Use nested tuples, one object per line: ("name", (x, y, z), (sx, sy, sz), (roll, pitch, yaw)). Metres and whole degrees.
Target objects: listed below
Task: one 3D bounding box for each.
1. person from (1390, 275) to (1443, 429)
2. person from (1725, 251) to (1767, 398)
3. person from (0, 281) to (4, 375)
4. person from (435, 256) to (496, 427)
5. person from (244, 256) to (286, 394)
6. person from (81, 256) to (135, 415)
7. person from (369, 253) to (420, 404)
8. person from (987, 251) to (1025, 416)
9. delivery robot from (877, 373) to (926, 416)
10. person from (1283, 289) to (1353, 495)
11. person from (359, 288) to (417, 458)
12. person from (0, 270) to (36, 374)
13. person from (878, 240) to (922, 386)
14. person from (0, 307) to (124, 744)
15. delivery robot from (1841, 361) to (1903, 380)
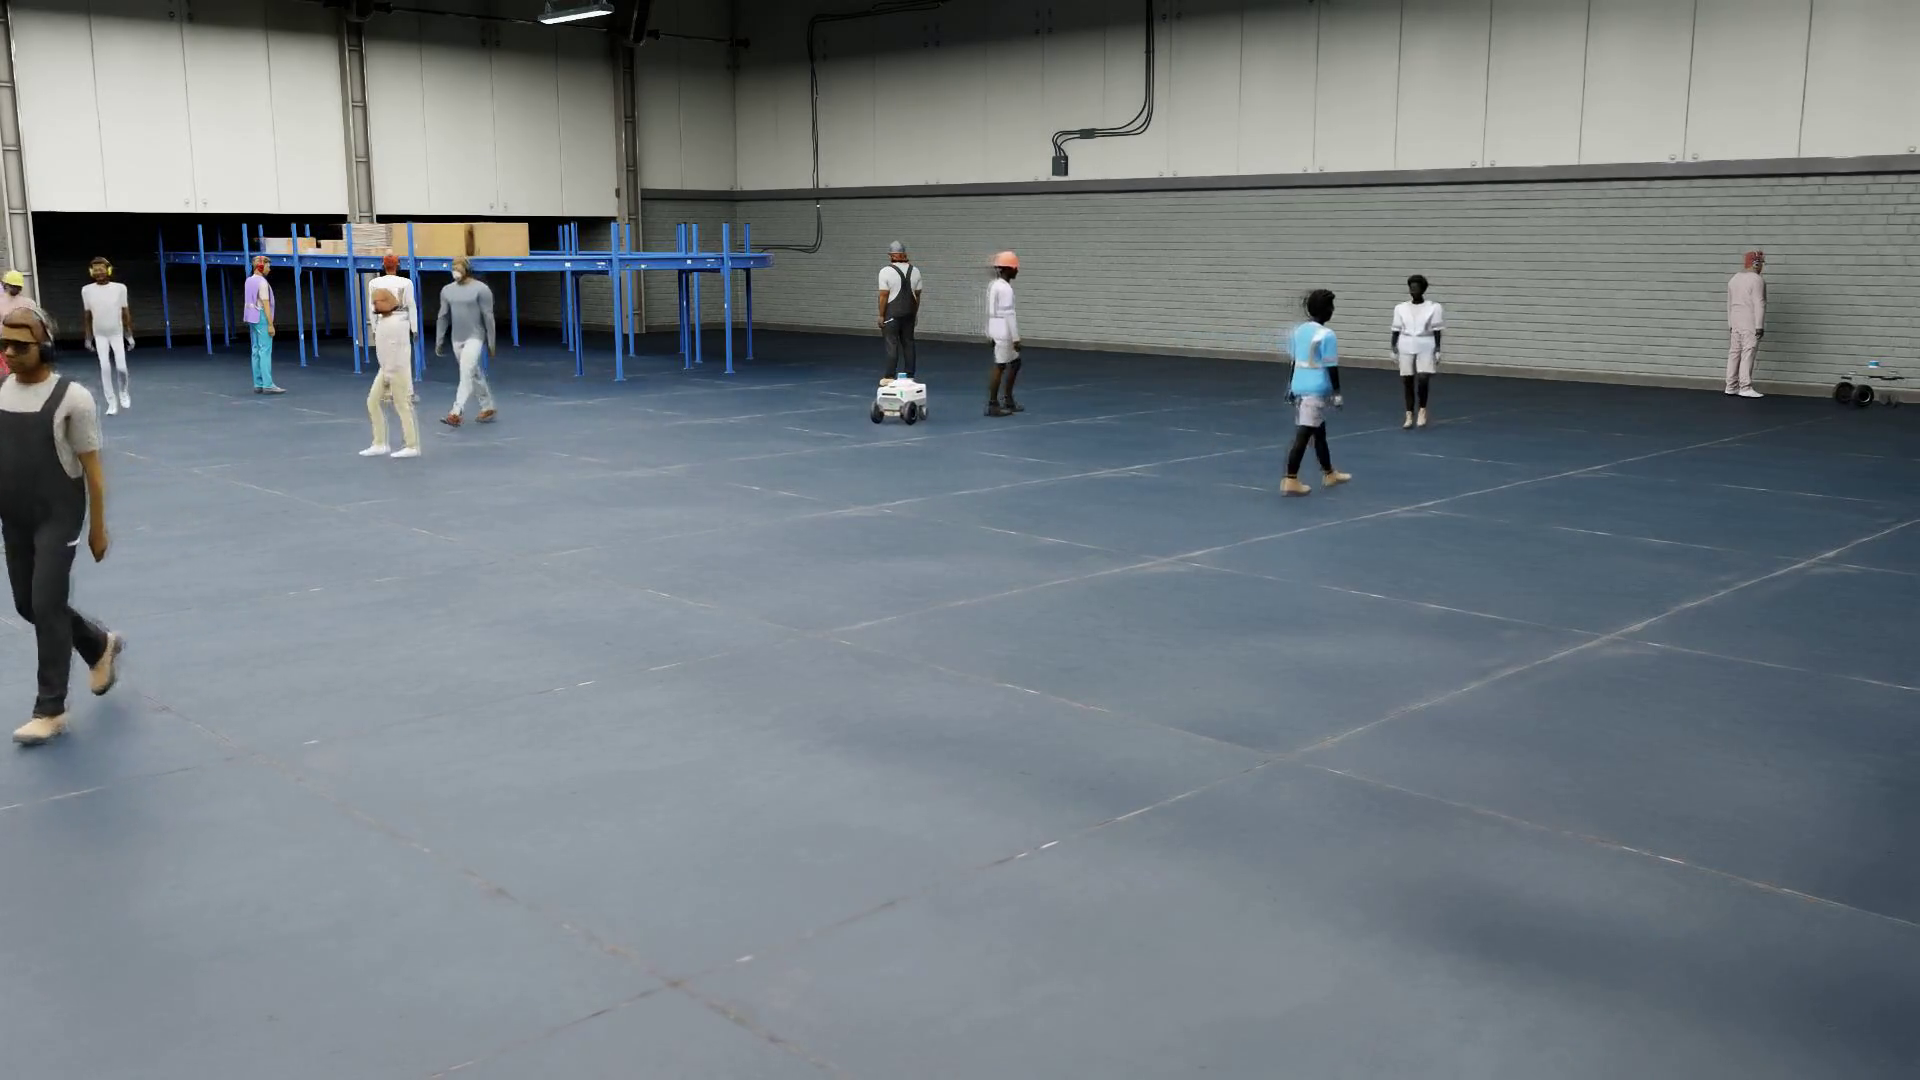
("person", (4.965, -2.051, 18.184), (0.551, 1.676, 0.495), (5, 12, 27))
("person", (10.349, -2.829, 21.821), (0.406, 1.906, 0.654), (-2, 11, -9))
("person", (-11.859, -2.565, 20.336), (0.383, 1.923, 0.588), (-3, 11, -14))
("person", (-5.543, -2.226, 18.604), (0.653, 1.881, 1.043), (4, 11, 21))
("person", (-9.392, -2.891, 22.343), (0.388, 1.838, 0.563), (-10, 14, -44))
("person", (-10.074, -2.414, 19.679), (0.552, 1.860, 0.432), (-4, 11, -20))
("person", (-7.144, -2.672, 21.024), (0.587, 1.883, 0.342), (0, 10, 1))
("person", (0.596, -2.415, 19.534), (0.640, 1.913, 0.560), (-2, 11, -8))
("delivery robot", (-0.663, -1.664, 19.017), (0.477, 0.478, 0.707), (4, 11, 22))
("person", (2.995, -1.207, 13.604), (0.796, 1.663, 0.554), (-3, 11, -17))
("person", (-5.487, -1.574, 15.788), (0.619, 1.613, 0.502), (-8, 13, -38))
("person", (-11.122, -2.304, 19.495), (0.534, 1.712, 0.761), (-9, 14, -40))
("person", (-0.906, -3.195, 23.564), (0.688, 2.000, 0.539), (-7, 13, -35))
("person", (-3.913, -0.099, 7.182), (0.518, 1.823, 0.772), (2, 11, 10))
("delivery robot", (11.449, -2.131, 20.852), (0.698, 0.223, 0.335), (-1, 10, -3))
